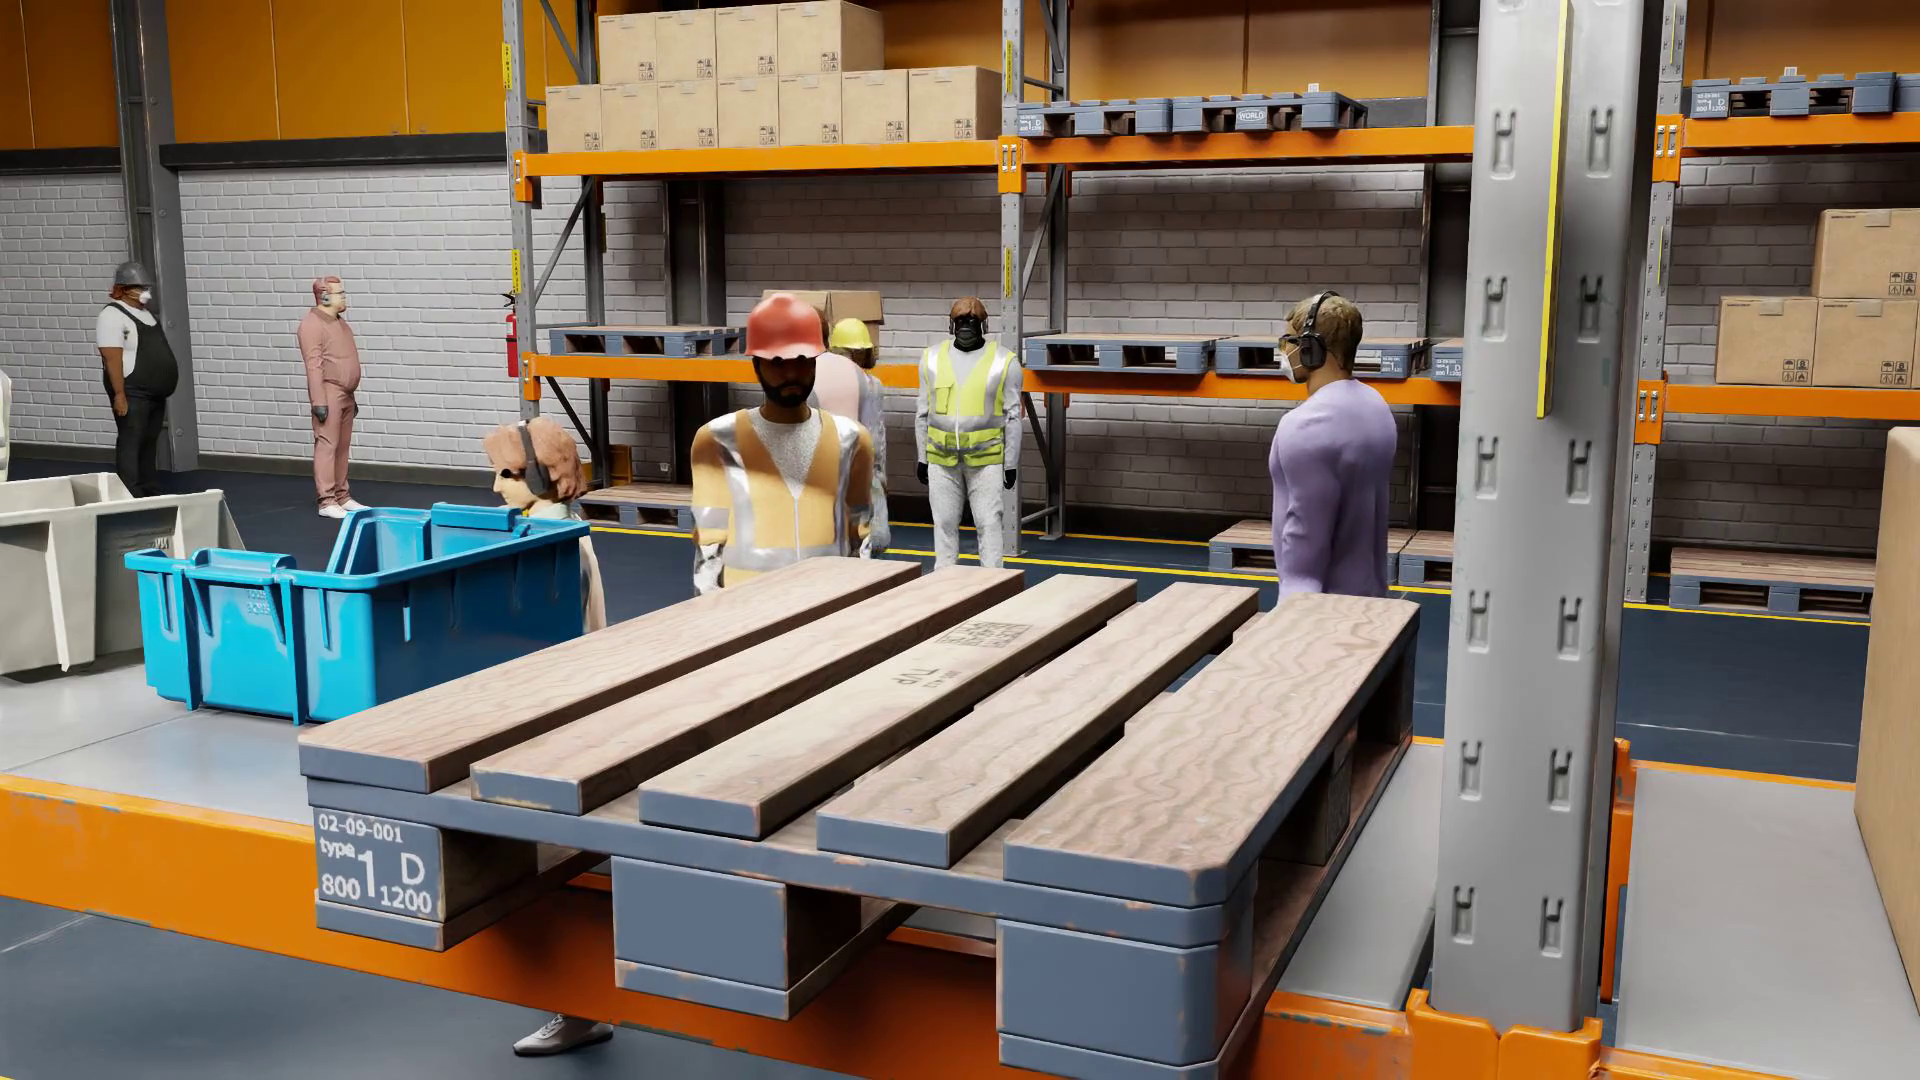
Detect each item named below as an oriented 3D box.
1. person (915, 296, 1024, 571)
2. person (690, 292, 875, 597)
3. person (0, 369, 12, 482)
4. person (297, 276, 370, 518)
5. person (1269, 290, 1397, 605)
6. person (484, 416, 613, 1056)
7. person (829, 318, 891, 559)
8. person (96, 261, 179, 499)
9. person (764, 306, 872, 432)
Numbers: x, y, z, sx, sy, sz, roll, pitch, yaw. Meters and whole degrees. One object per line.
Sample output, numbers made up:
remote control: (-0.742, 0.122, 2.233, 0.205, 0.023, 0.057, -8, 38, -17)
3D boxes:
person: (0.042, -0.462, 9.478, 0.624, 1.837, 0.428, 2, 10, 14)
person: (-0.496, 0.257, 4.837, 0.547, 1.938, 0.377, -4, 10, -20)
person: (-5.007, -0.277, 8.340, 0.404, 1.837, 0.590, 1, 10, 6)
person: (-4.977, -1.135, 13.260, 0.407, 1.913, 0.641, 0, 9, 2)
person: (1.104, 0.224, 5.033, 0.362, 1.938, 0.631, 6, 11, 34)
person: (-1.044, 0.497, 4.297, 0.310, 1.640, 0.514, -2, 10, -13)
person: (-0.618, -0.332, 8.968, 0.467, 1.728, 0.507, 9, 13, 44)
person: (-6.587, -1.228, 13.426, 0.535, 2.000, 0.699, 0, 9, 0)
person: (-0.771, -0.215, 8.038, 0.623, 1.833, 0.651, 8, 12, 38)
